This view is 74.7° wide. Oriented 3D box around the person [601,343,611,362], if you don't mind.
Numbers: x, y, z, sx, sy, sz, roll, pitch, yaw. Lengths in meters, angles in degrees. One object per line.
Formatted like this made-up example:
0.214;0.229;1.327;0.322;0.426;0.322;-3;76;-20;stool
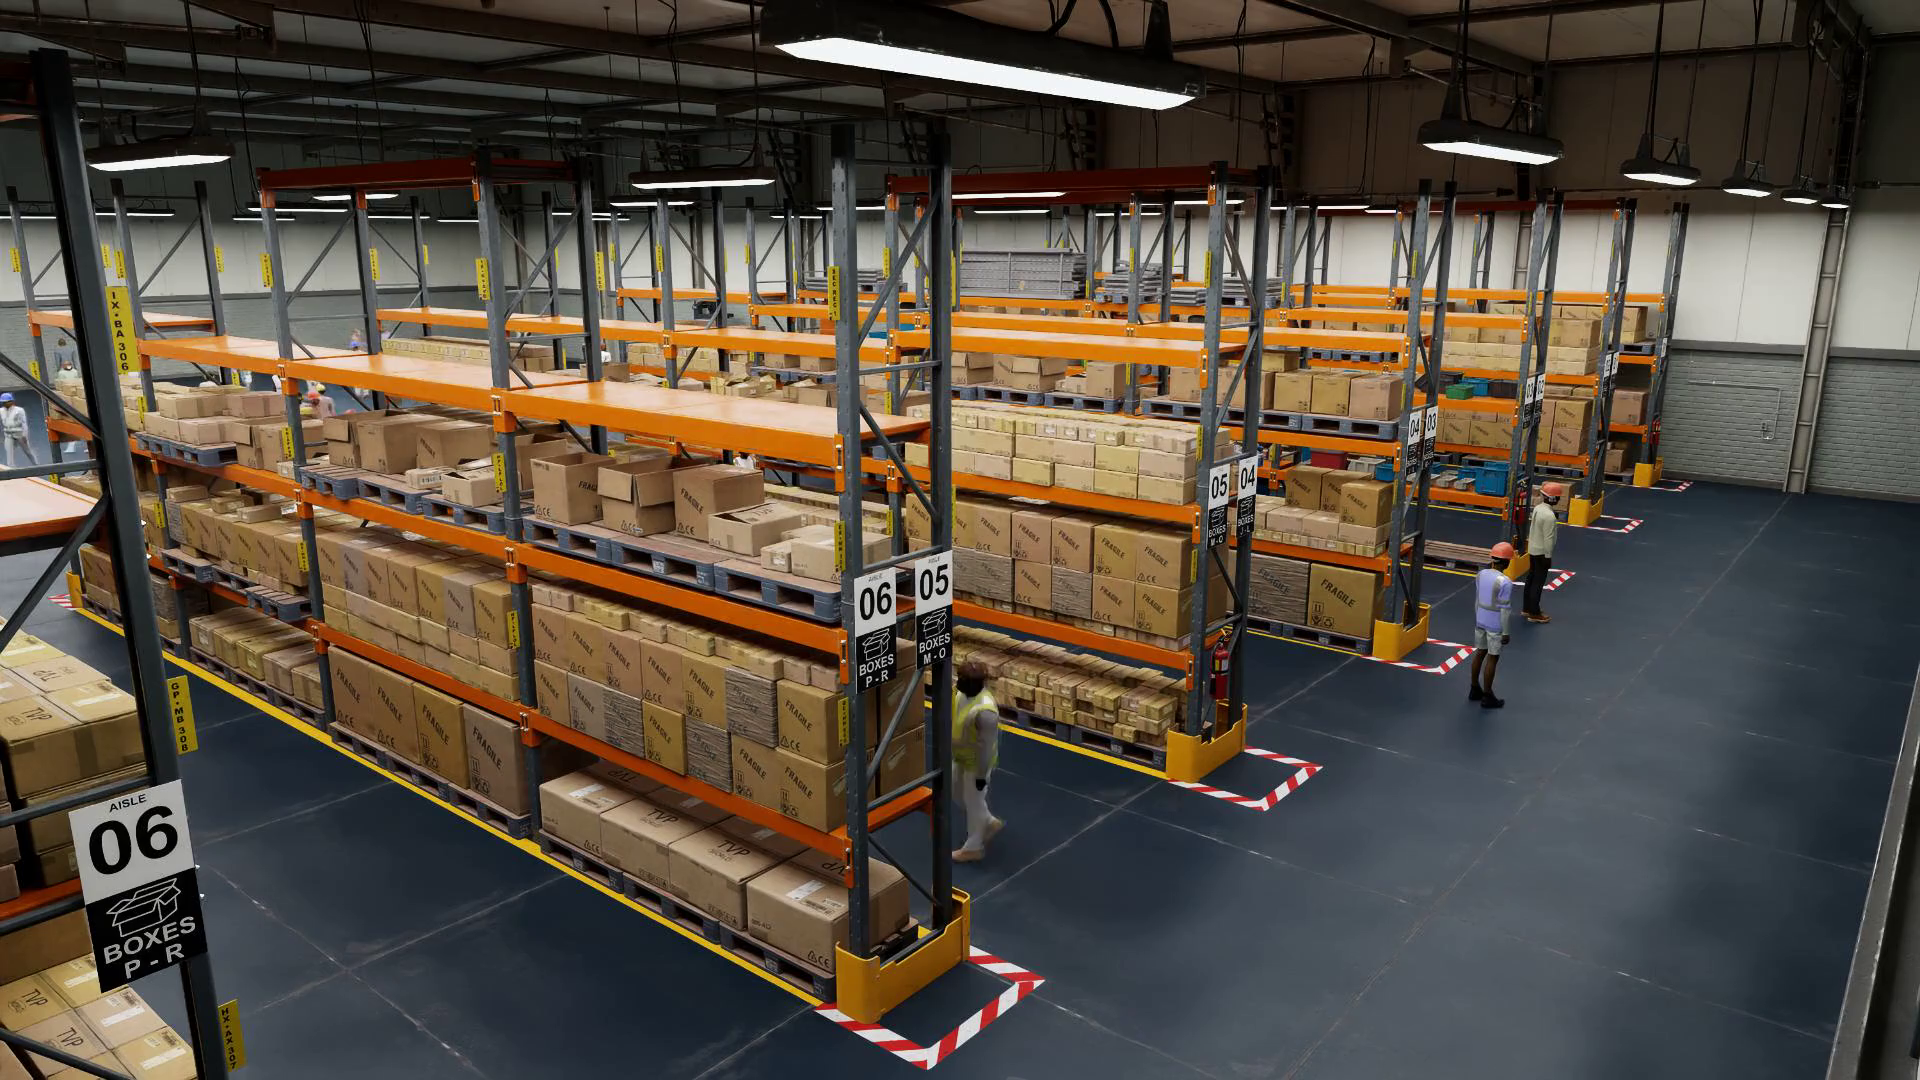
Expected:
-11.756;-5.563;41.683;0.604;1.874;0.615;4;14;14;person

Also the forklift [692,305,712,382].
-9.511;-7.392;47.124;1.873;2.768;1.129;11;17;38;forklift

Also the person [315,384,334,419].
-15.803;-3.003;31.311;0.527;1.750;0.539;10;17;36;person

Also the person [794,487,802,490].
-2.313;0.125;18.362;0.861;1.791;0.629;11;18;39;person

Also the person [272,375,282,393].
-18.617;-3.921;34.764;0.590;1.916;0.386;-2;14;-8;person

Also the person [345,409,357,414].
-12.244;-1.694;25.590;0.698;1.914;0.565;7;15;27;person

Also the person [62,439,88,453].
-22.069;-2.941;31.355;0.536;1.606;0.770;5;15;21;person

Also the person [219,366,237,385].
-22.697;-4.962;39.040;0.590;1.920;0.388;3;14;13;person

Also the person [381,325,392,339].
-22.808;-7.599;49.962;0.656;1.887;0.664;-1;14;-4;person

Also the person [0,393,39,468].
-21.391;-2.401;28.552;0.642;1.906;0.992;-1;14;-3;person

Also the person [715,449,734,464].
-3.777;-0.512;20.586;1.031;1.984;0.630;11;17;38;person

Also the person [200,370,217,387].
-19.909;-3.591;33.538;0.546;1.852;0.415;-9;16;-33;person

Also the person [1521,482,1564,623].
8.257;0.162;17.831;0.406;1.986;0.617;2;14;7;person

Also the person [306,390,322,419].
-14.465;-2.369;28.238;0.540;1.983;0.634;-1;14;-5;person

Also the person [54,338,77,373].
-30.300;-5.863;42.711;0.373;1.937;0.646;8;16;31;person

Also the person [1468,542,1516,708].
6.200;0.969;14.629;0.389;1.929;0.545;-3;14;-14;person

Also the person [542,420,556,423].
-9.270;-2.316;28.767;0.530;1.620;0.365;-8;16;-30;person

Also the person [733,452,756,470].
-3.769;-0.815;22.059;0.356;1.881;0.575;10;17;36;person

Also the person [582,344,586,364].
-13.216;-6.388;45.085;0.429;1.838;0.621;5;15;22;person

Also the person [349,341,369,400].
-20.014;-5.604;41.690;0.775;1.919;0.636;-11;17;-38;person

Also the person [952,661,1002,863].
0.117;1.913;10.941;0.444;1.830;0.649;-5;14;-19;person

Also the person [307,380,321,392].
-20.014;-4.946;39.018;0.410;1.905;0.661;1;14;3;person

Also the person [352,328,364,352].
-22.966;-7.135;48.062;0.456;1.878;0.743;-5;15;-21;person

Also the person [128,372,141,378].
-26.337;-5.207;40.012;0.375;1.935;0.550;7;15;27;person

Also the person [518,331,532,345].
-18.019;-8.107;52.244;0.529;1.793;0.959;1;14;6;person

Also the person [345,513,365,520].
-11.409;-1.174;23.629;0.624;1.840;0.430;-2;14;-9;person

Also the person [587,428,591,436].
-7.752;-2.045;27.048;0.769;1.919;0.627;-3;14;-13;person

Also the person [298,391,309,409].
-15.270;-2.544;29.231;0.495;1.861;0.329;-6;15;-24;person

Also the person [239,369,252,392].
-22.642;-5.030;39.926;0.364;1.619;0.534;-2;14;-10;person

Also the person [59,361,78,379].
-27.046;-4.632;38.305;0.410;1.615;0.516;10;17;35;person

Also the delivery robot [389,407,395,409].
-16.797;-3.951;37.076;0.335;0.223;0.698;2;14;6;delivery robot

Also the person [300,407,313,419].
-14.144;-2.052;27.503;0.727;1.723;0.493;4;14;15;person
